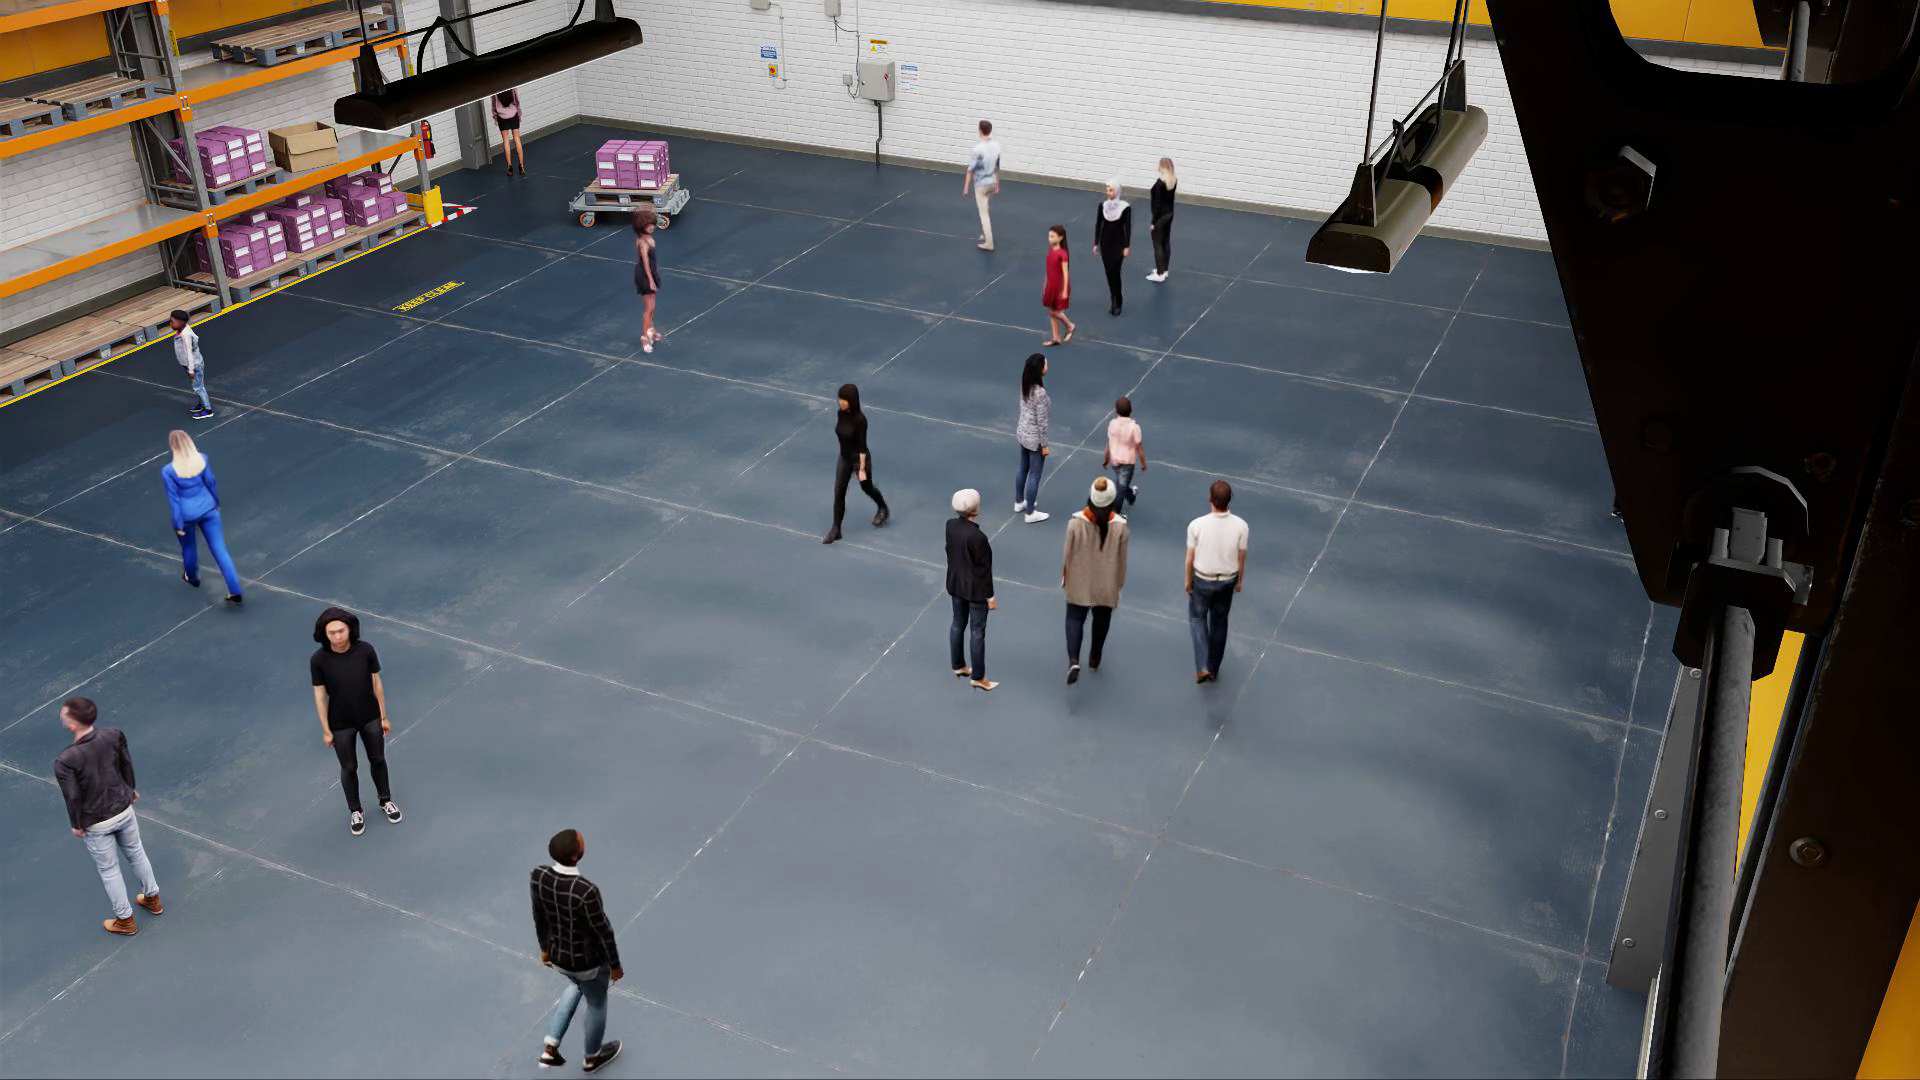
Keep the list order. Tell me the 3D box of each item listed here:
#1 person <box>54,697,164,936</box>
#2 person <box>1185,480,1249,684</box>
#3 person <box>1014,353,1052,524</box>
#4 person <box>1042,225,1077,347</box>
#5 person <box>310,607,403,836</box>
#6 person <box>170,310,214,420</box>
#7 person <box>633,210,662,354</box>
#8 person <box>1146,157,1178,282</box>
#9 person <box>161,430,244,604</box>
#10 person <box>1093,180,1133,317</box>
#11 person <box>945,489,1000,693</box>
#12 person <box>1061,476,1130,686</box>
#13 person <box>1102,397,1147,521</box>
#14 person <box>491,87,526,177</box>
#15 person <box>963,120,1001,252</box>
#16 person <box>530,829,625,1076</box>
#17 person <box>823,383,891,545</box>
[{"bbox_3d":[-5.679,1.822,11.072,0.712,1.835,0.480,14,31,23],"label":"person"},{"bbox_3d":[2.101,0.412,13.652,0.850,1.838,0.982,1,29,1],"label":"person"},{"bbox_3d":[0.711,-1.019,16.391,0.734,1.729,0.688,-12,31,-21],"label":"person"},{"bbox_3d":[1.260,-3.141,20.476,0.837,1.542,0.743,-17,33,-28],"label":"person"},{"bbox_3d":[-4.401,1.273,12.077,0.671,1.836,0.773,-15,32,-26],"label":"person"},{"bbox_3d":[-8.627,-1.999,18.678,0.605,1.258,0.557,-15,32,-25],"label":"person"},{"bbox_3d":[-3.841,-3.223,20.385,0.841,1.773,0.718,-11,30,-19],"label":"person"},{"bbox_3d":[2.766,-4.347,22.535,0.714,1.687,0.533,20,35,32],"label":"person"},{"bbox_3d":[-6.779,-0.164,14.902,0.918,1.653,1.170,22,36,35],"label":"person"},{"bbox_3d":[1.997,-3.781,21.421,0.598,1.761,0.617,12,31,21],"label":"person"},{"bbox_3d":[0.118,0.392,13.269,0.749,1.781,0.836,-20,35,-33],"label":"person"},{"bbox_3d":[1.087,0.356,13.719,0.886,1.873,1.083,4,29,7],"label":"person"},{"bbox_3d":[1.567,-0.748,16.377,0.659,1.265,0.945,21,35,33],"label":"person"},{"bbox_3d":[-7.319,-6.812,26.925,0.692,1.811,0.750,-10,30,-17],"label":"person"},{"bbox_3d":[0.415,-4.993,23.572,0.823,1.828,0.735,25,37,38],"label":"person"},{"bbox_3d":[-2.324,2.512,9.837,0.722,1.805,0.817,17,33,28],"label":"person"},{"bbox_3d":[-0.950,-0.779,16.083,0.756,1.602,1.135,21,35,34],"label":"person"}]
